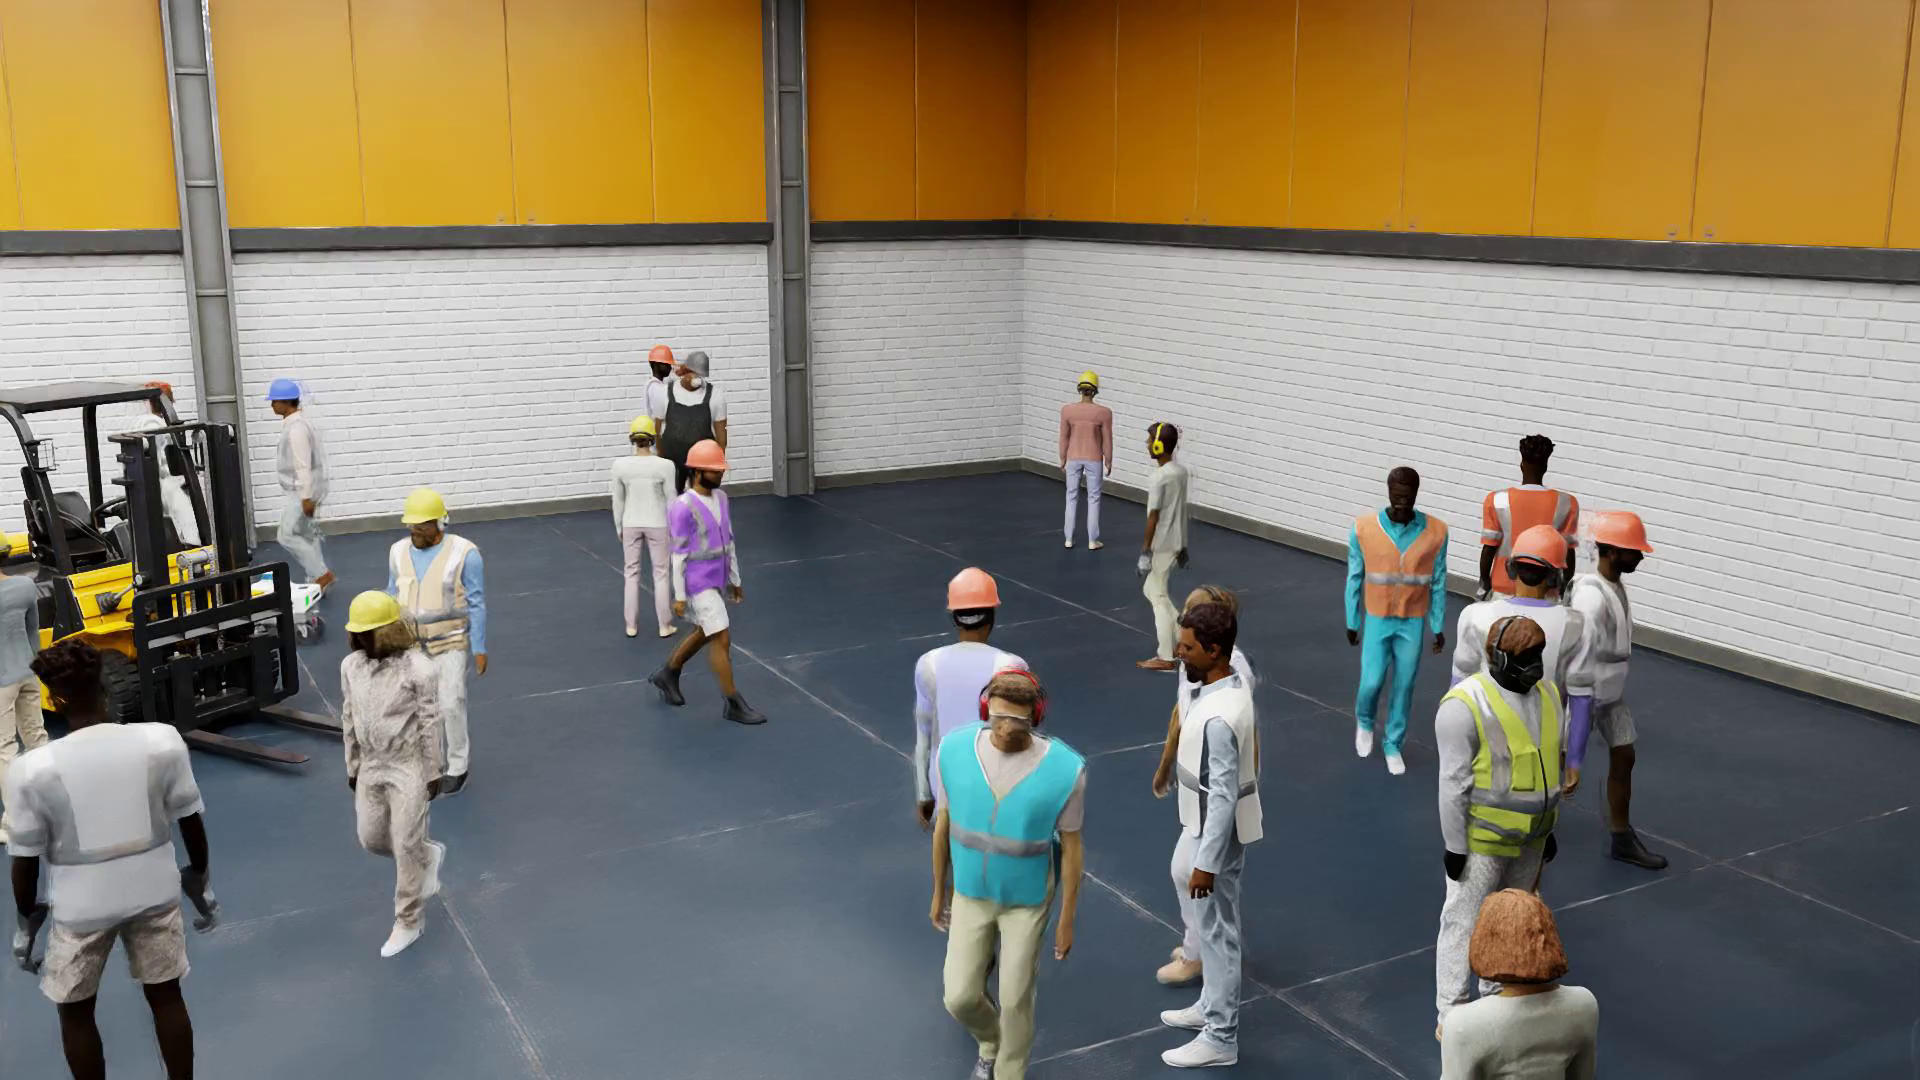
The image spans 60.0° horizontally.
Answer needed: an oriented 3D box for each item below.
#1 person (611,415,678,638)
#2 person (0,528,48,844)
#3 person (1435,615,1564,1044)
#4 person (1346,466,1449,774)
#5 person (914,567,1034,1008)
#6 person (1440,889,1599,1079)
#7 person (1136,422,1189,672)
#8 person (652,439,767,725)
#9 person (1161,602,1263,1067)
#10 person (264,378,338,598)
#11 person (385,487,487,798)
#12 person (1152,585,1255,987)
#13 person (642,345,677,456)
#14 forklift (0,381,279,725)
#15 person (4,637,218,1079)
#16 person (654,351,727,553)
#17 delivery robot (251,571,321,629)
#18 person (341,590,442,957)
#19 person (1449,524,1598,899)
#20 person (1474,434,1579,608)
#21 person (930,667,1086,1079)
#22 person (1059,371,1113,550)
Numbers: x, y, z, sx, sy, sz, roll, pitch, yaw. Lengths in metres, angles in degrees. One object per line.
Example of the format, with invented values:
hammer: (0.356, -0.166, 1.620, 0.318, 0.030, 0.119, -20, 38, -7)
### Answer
person: (-2.473, -0.103, 13.120, 0.529, 1.762, 0.345, 1, 12, 4)
person: (-5.182, 0.768, 9.005, 0.305, 1.772, 0.525, 2, 12, 11)
person: (2.211, 1.204, 6.789, 0.619, 1.845, 0.430, -7, 14, -29)
person: (2.637, 0.479, 10.068, 0.587, 1.902, 0.438, 1, 12, 5)
person: (0.027, 1.090, 7.178, 0.558, 1.909, 0.687, 5, 13, 23)
person: (1.536, 1.766, 4.670, 0.505, 1.628, 0.277, -4, 13, -18)
person: (1.455, 0.063, 12.123, 0.382, 1.855, 0.508, 6, 14, 27)
person: (-1.727, 0.257, 11.110, 0.954, 1.899, 0.554, 6, 13, 25)
person: (1.025, 1.183, 6.711, 0.392, 1.917, 0.588, 2, 12, 8)
person: (-5.641, -0.418, 14.170, 0.435, 1.928, 0.618, -5, 13, -22)
person: (-3.069, 0.586, 9.728, 0.621, 1.829, 0.404, 3, 12, 12)
person: (1.028, 1.080, 7.401, 0.587, 1.825, 0.585, -3, 12, -15)
person: (-3.058, -1.023, 17.014, 0.376, 1.933, 0.544, -4, 13, -17)
forklift: (-5.853, 0.085, 11.199, 2.313, 2.155, 1.214, 7, 14, 28)
person: (-3.064, 1.318, 6.068, 0.683, 1.945, 0.468, -10, 16, -39)
person: (-2.578, -0.858, 15.982, 0.704, 2.000, 0.579, -2, 12, -7)
delivery robot: (-5.373, 0.481, 12.973, 0.707, 0.478, 0.477, 0, 12, -4)
person: (-2.629, 1.042, 7.837, 0.483, 1.725, 0.569, 3, 12, 15)
person: (2.563, 0.922, 7.693, 0.628, 2.017, 0.583, 3, 12, 13)
person: (3.668, 0.287, 10.792, 0.617, 1.964, 0.361, 2, 12, 11)
person: (0.164, 1.340, 6.180, 0.587, 1.823, 0.436, 4, 13, 17)
person: (1.236, -0.775, 16.273, 0.531, 1.755, 0.343, 3, 12, 15)
